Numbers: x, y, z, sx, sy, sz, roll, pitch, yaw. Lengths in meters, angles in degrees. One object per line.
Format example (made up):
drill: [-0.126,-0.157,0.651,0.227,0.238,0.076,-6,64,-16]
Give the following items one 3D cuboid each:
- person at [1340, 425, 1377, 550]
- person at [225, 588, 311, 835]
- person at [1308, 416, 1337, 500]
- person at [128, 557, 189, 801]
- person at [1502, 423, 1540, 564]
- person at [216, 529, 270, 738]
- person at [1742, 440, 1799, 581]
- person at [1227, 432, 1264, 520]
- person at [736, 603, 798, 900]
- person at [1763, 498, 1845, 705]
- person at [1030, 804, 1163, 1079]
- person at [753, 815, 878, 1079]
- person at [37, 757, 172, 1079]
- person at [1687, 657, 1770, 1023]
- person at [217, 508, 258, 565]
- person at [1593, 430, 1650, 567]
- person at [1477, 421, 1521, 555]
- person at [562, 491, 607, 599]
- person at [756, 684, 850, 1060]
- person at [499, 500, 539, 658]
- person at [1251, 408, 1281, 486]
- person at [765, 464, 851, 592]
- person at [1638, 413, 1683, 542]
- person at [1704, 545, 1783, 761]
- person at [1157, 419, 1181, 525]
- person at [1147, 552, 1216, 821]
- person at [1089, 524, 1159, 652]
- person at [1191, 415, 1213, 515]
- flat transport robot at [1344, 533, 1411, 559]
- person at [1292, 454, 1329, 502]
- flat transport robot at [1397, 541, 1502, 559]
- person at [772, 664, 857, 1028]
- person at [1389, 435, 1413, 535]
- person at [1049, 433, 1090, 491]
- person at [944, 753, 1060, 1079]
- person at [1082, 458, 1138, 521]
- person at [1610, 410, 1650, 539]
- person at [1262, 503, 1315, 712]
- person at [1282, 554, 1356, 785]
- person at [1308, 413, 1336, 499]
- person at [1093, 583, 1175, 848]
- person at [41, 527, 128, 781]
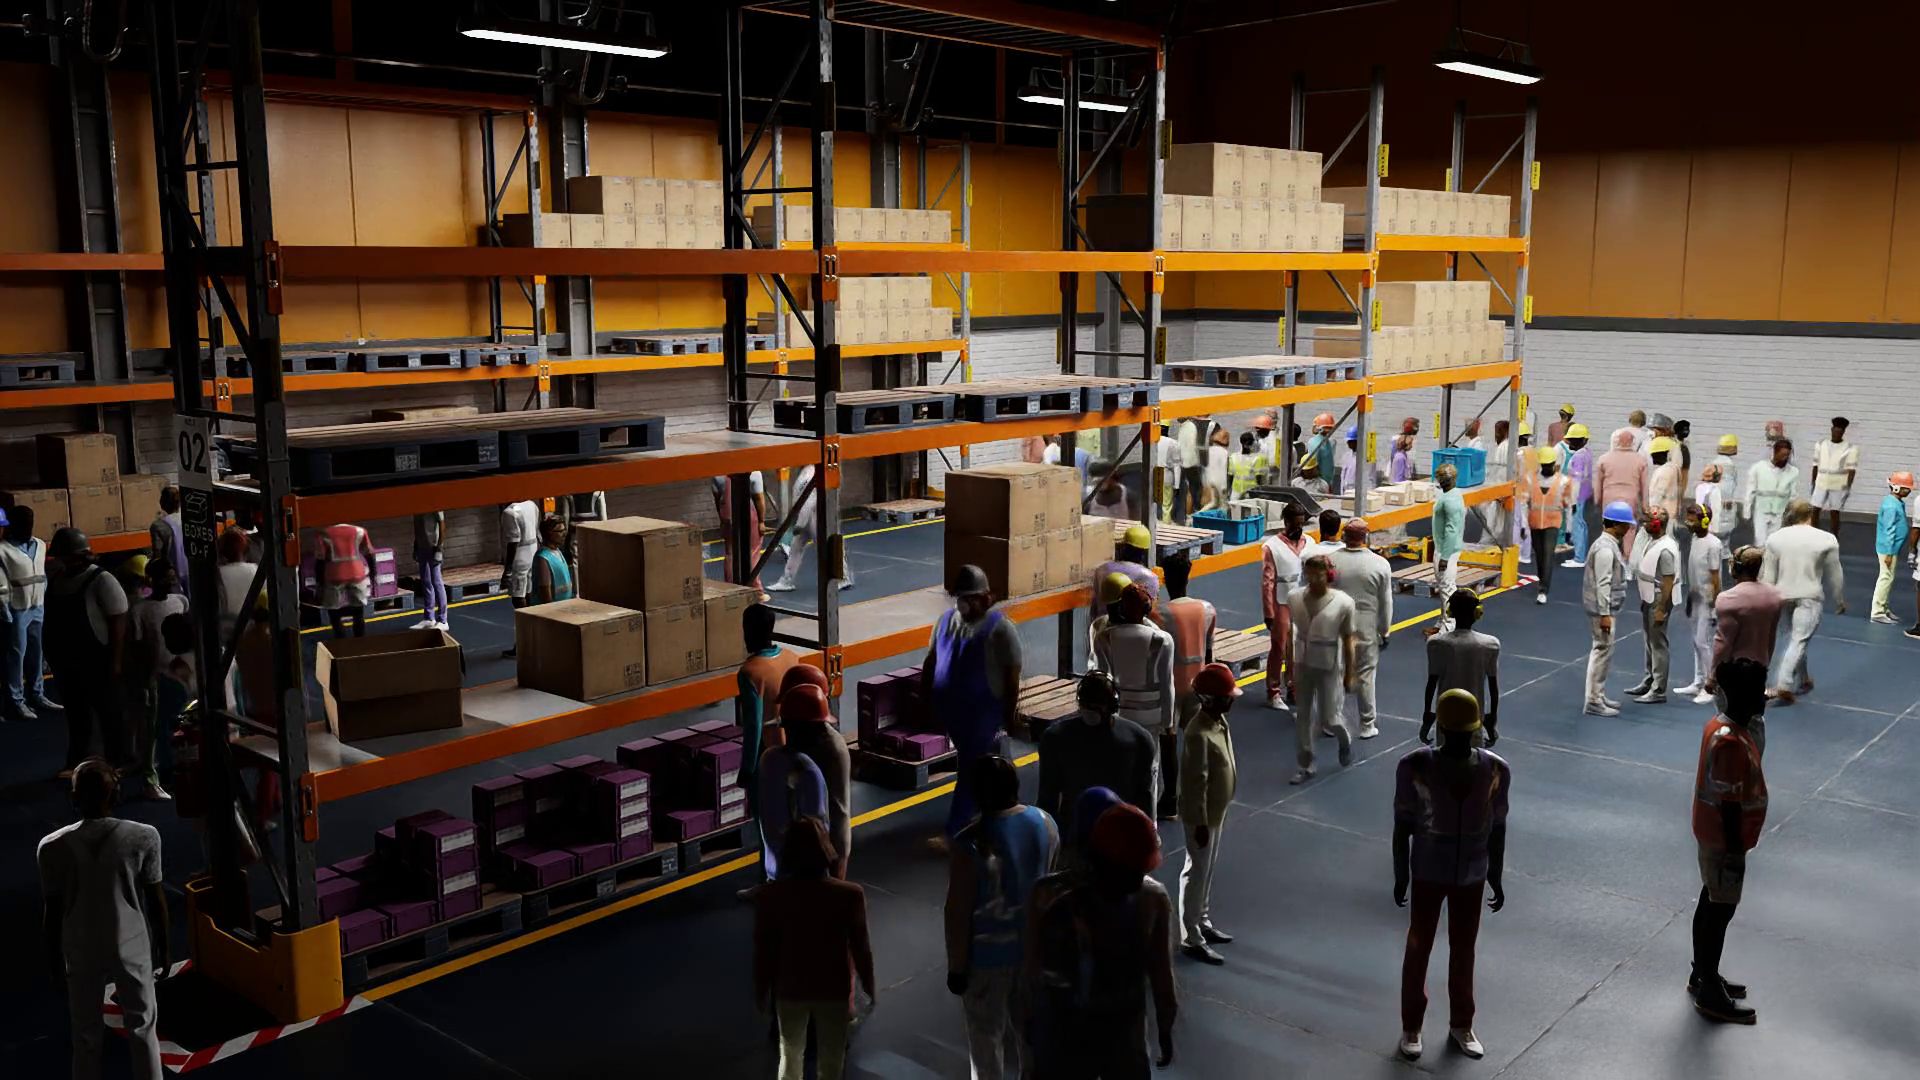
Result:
person: [5.177,-0.533,21.749,0.402,1.943,0.608,-4,10,-24]
person: [-4.968,1.199,12.011,0.554,1.724,0.866,1,10,4]
person: [5.487,-1.028,25.344,0.483,1.737,0.319,-3,10,-16]
person: [-6.028,1.042,12.620,0.330,1.861,0.506,5,11,28]
person: [7.522,-0.613,22.341,0.592,1.912,0.398,-7,12,-34]
person: [-5.973,0.838,13.844,0.581,1.865,0.719,-7,12,-38]
person: [10.000,-0.292,20.462,0.613,1.890,0.647,0,10,0]
person: [4.035,-0.694,23.499,0.542,1.690,0.423,6,11,31]
person: [-1.212,1.349,10.600,0.370,1.915,0.597,4,10,23]
person: [7.765,0.559,15.437,0.991,1.884,0.655,-8,12,-39]
person: [0.468,1.963,6.766,0.629,1.997,0.874,-7,12,-34]
person: [-0.643,2.026,7.443,0.540,1.624,0.324,1,10,8]
person: [-3.887,1.893,7.605,0.506,1.838,0.344,-4,10,-20]
person: [4.163,1.592,9.002,0.367,1.966,0.607,3,10,18]
person: [-6.746,0.511,15.833,0.429,1.840,0.633,2,10,10]
person: [8.628,-0.493,21.714,0.679,1.881,0.707,4,10,21]
person: [7.501,-0.718,23.111,0.855,1.859,0.618,6,11,32]
person: [-4.502,-0.083,19.976,0.523,1.639,0.306,-2,10,-9]
person: [-0.811,1.687,8.541,0.375,1.931,0.542,-7,12,-35]
person: [-4.542,0.233,17.114,0.368,1.966,0.603,1,10,9]
person: [4.637,-1.037,24.923,0.655,1.894,0.399,-5,11,-28]
person: [-1.838,-0.255,20.430,1.047,1.846,0.641,-3,10,-17]
person: [9.334,-0.697,22.447,0.535,2.000,0.673,-4,10,-21]
person: [5.924,0.996,12.643,0.628,1.940,0.373,-5,11,-26]
person: [2.856,-0.825,23.578,0.587,1.920,0.397,5,11,27]
person: [1.588,1.064,12.157,0.613,1.962,0.364,-6,11,-32]
person: [1.313,0.824,13.840,0.627,1.894,0.721,5,11,29]
person: [3.842,-1.301,26.394,0.385,1.929,0.543,-3,10,-17]
flat transport robot: [5.778,0.096,22.984,0.652,0.197,1.431,8,12,39]
person: [4.245,-0.194,20.355,0.484,1.736,0.308,5,11,27]
flat transport robot: [6.740,0.172,22.533,1.431,0.197,0.652,8,12,39]
person: [-0.787,1.619,8.804,0.409,1.984,0.613,-5,11,-30]
person: [6.242,-0.682,23.584,0.314,1.632,0.524,2,10,14]
person: [1.414,-0.515,21.417,0.649,2.018,0.538,-7,12,-35]
person: [0.176,1.882,7.686,0.623,1.835,0.431,-8,13,-41]
person: [1.573,0.071,17.858,0.710,2.000,0.552,-1,10,-3]
person: [9.792,-0.944,24.257,0.650,1.926,0.464,7,12,38]
person: [2.981,0.598,15.120,0.599,1.909,0.401,-6,11,-32]
person: [2.831,0.990,13.026,0.576,1.829,0.579,8,12,38]
person: [5.014,-0.771,23.071,0.397,1.989,0.619,6,11,30]
person: [1.194,1.224,11.471,0.575,1.880,0.358,3,10,20]
person: [-6.844,0.897,12.930,0.684,2.000,0.535,3,10,19]
